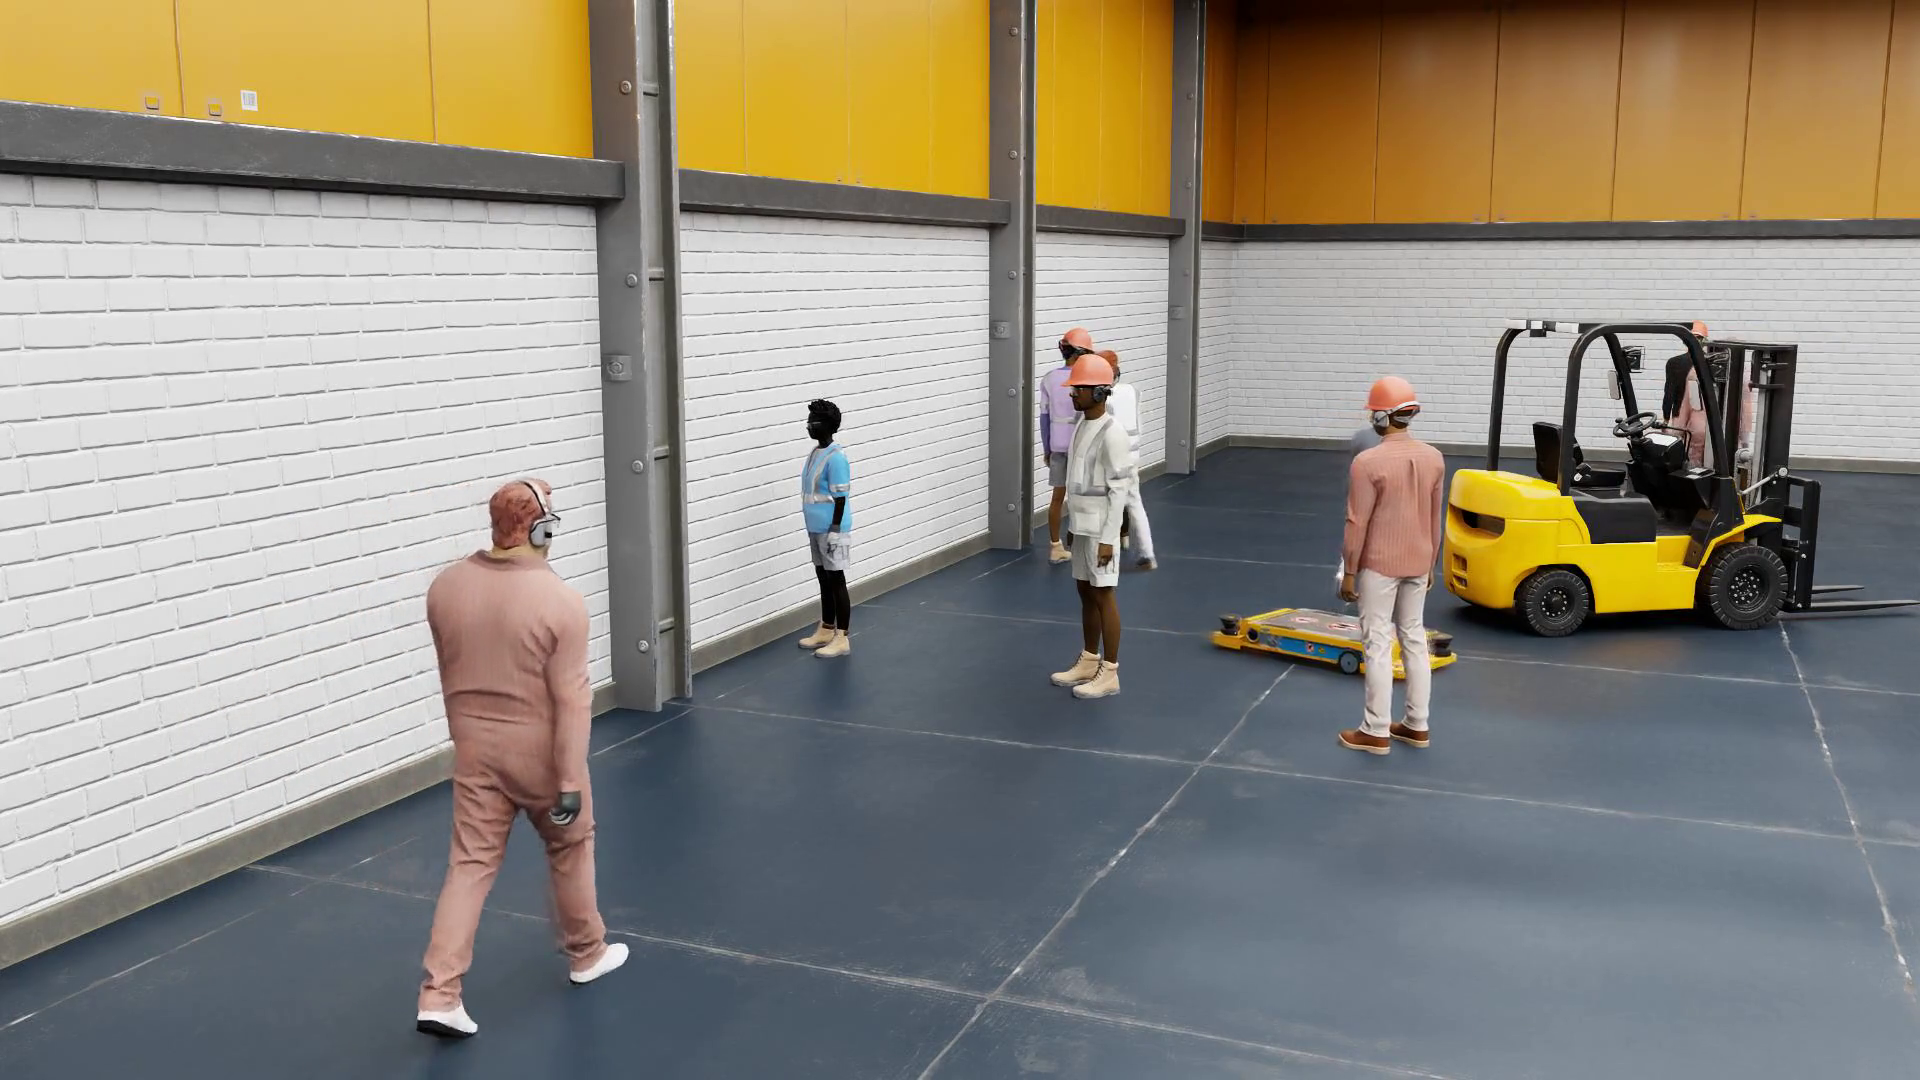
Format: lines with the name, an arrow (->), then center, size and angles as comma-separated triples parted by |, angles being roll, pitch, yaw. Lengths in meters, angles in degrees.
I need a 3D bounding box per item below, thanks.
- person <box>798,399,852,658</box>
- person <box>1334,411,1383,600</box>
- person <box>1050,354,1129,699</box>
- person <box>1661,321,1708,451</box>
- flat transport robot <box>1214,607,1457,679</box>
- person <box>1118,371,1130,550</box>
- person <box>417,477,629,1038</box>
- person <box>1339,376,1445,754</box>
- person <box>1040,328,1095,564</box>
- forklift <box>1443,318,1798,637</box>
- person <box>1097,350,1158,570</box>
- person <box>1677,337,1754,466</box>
person -> -0.884, -0.080, 10.968 | 0.319, 1.696, 0.532 | -4, 10, -23
person -> 3.080, -0.278, 12.405 | 0.464, 1.609, 0.531 | -8, 12, -40
person -> 0.778, -0.080, 9.918 | 0.378, 2.045, 0.605 | -3, 10, -18
person -> 7.668, -1.294, 17.434 | 0.613, 1.991, 0.392 | 1, 9, 8
flat transport robot -> 2.436, 0.648, 10.864 | 1.431, 0.197, 0.652 | 9, 13, 44
person -> 1.343, -0.748, 15.043 | 0.532, 1.691, 0.321 | -1, 9, -4
person -> -1.518, 0.719, 5.625 | 0.646, 1.869, 0.955 | 3, 10, 18
person -> 2.281, 0.128, 8.828 | 0.617, 1.988, 0.404 | -5, 11, -27
person -> 0.971, -0.792, 14.266 | 0.605, 2.033, 0.402 | 8, 13, 41
forklift -> 4.706, -0.497, 11.990 | 2.313, 2.155, 1.214 | -2, 10, -10
person -> 1.327, -0.635, 13.793 | 0.710, 1.872, 0.503 | -7, 12, -35
person -> 7.395, -1.047, 16.277 | 0.409, 1.877, 0.690 | -8, 12, -40
